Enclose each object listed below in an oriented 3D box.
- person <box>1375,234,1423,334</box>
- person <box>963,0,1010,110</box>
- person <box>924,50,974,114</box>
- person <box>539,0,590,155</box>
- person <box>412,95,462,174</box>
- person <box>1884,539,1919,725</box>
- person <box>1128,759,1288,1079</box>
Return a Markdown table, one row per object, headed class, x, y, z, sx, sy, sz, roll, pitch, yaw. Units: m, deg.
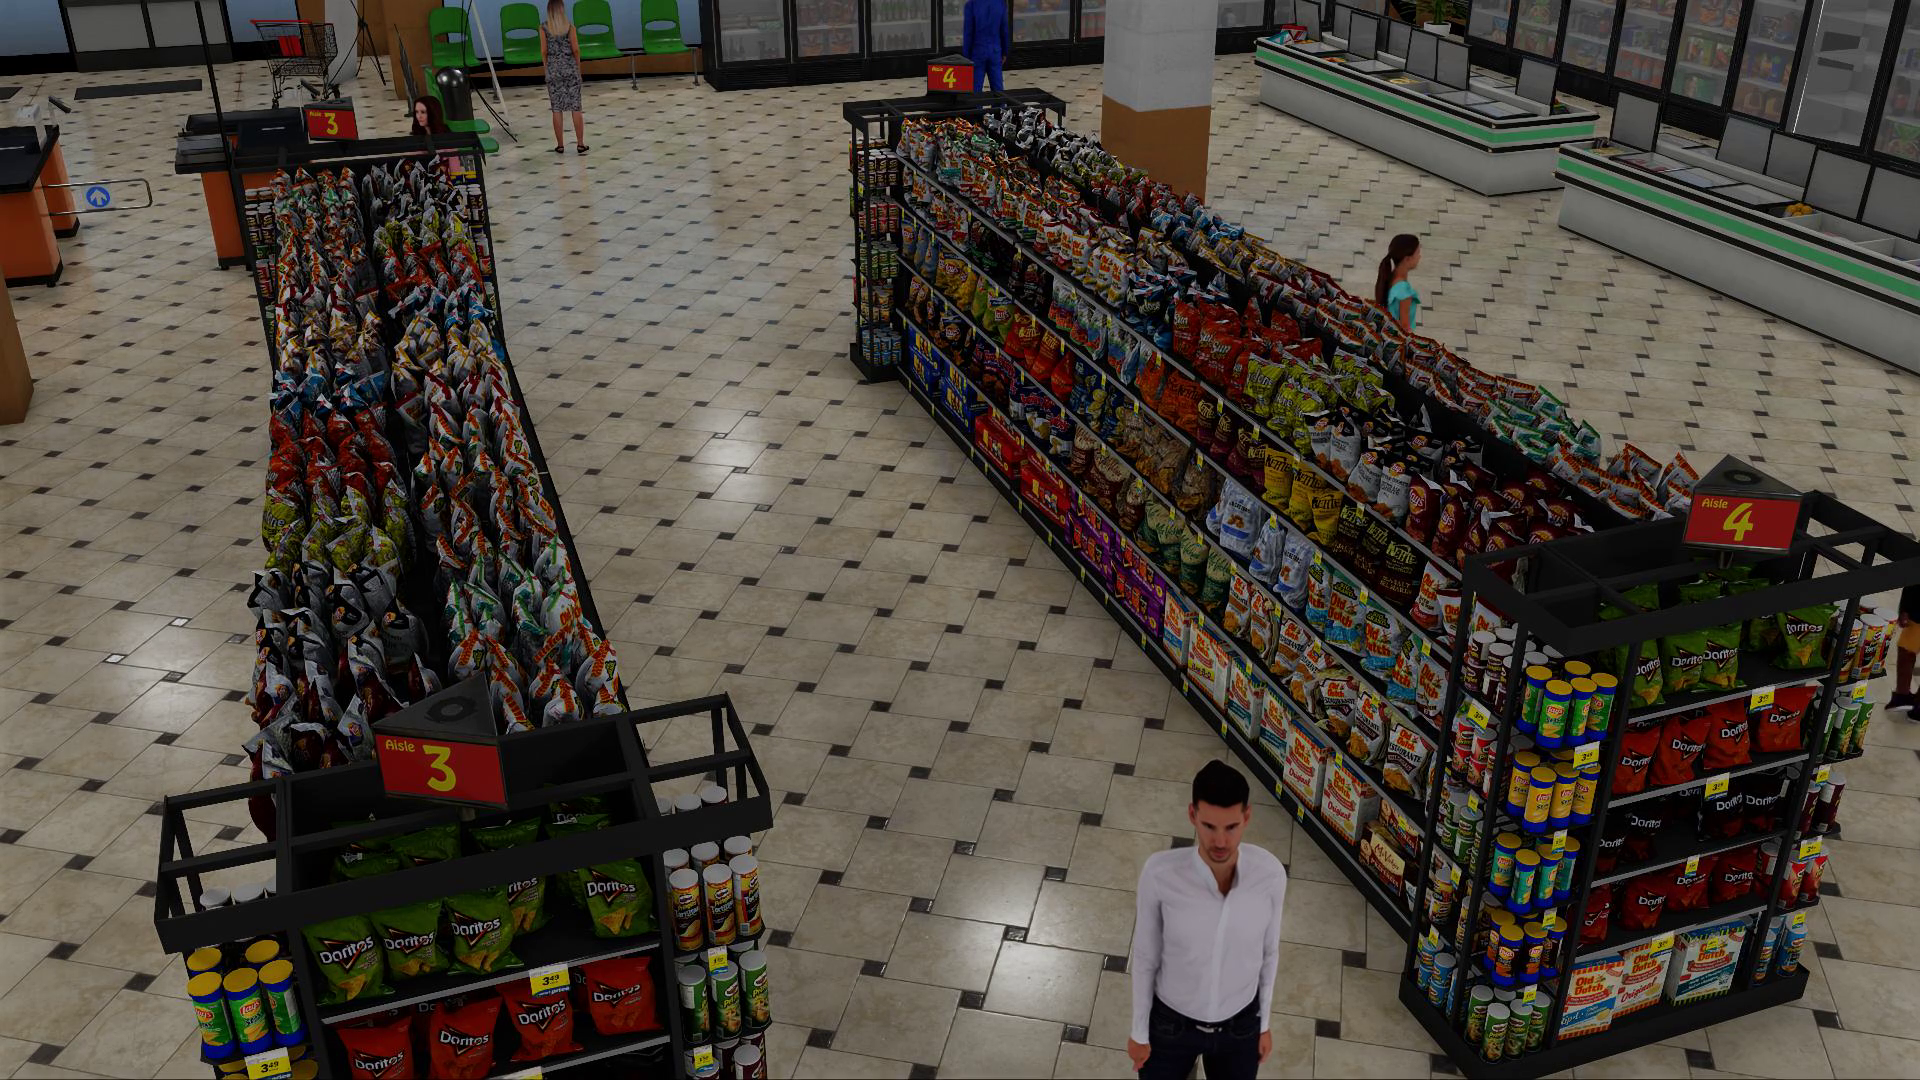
| class | x | y | z | sx | sy | sz | roll | pitch | yaw |
| --- | --- | --- | --- | --- | --- | --- | --- | --- | --- |
| person | 2.758 | -1.243 | 11.021 | 0.800 | 1.522 | 1.064 | -3 | 27 | -6 |
| person | 0.302 | -5.688 | 19.448 | 0.734 | 1.827 | 0.572 | -7 | 28 | -14 |
| person | -0.083 | -3.389 | 14.839 | 0.752 | 1.896 | 0.808 | 11 | 29 | 21 |
| person | -4.455 | -5.201 | 18.626 | 0.623 | 1.704 | 0.575 | -2 | 27 | -4 |
| person | -4.265 | -2.748 | 13.678 | 0.685 | 1.803 | 0.715 | 8 | 28 | 15 |
| person | 4.821 | 0.355 | 8.156 | 0.668 | 1.264 | 0.728 | 10 | 29 | 19 |
| person | 0.765 | 1.489 | 5.251 | 0.687 | 1.868 | 0.673 | -1 | 27 | -2 |
